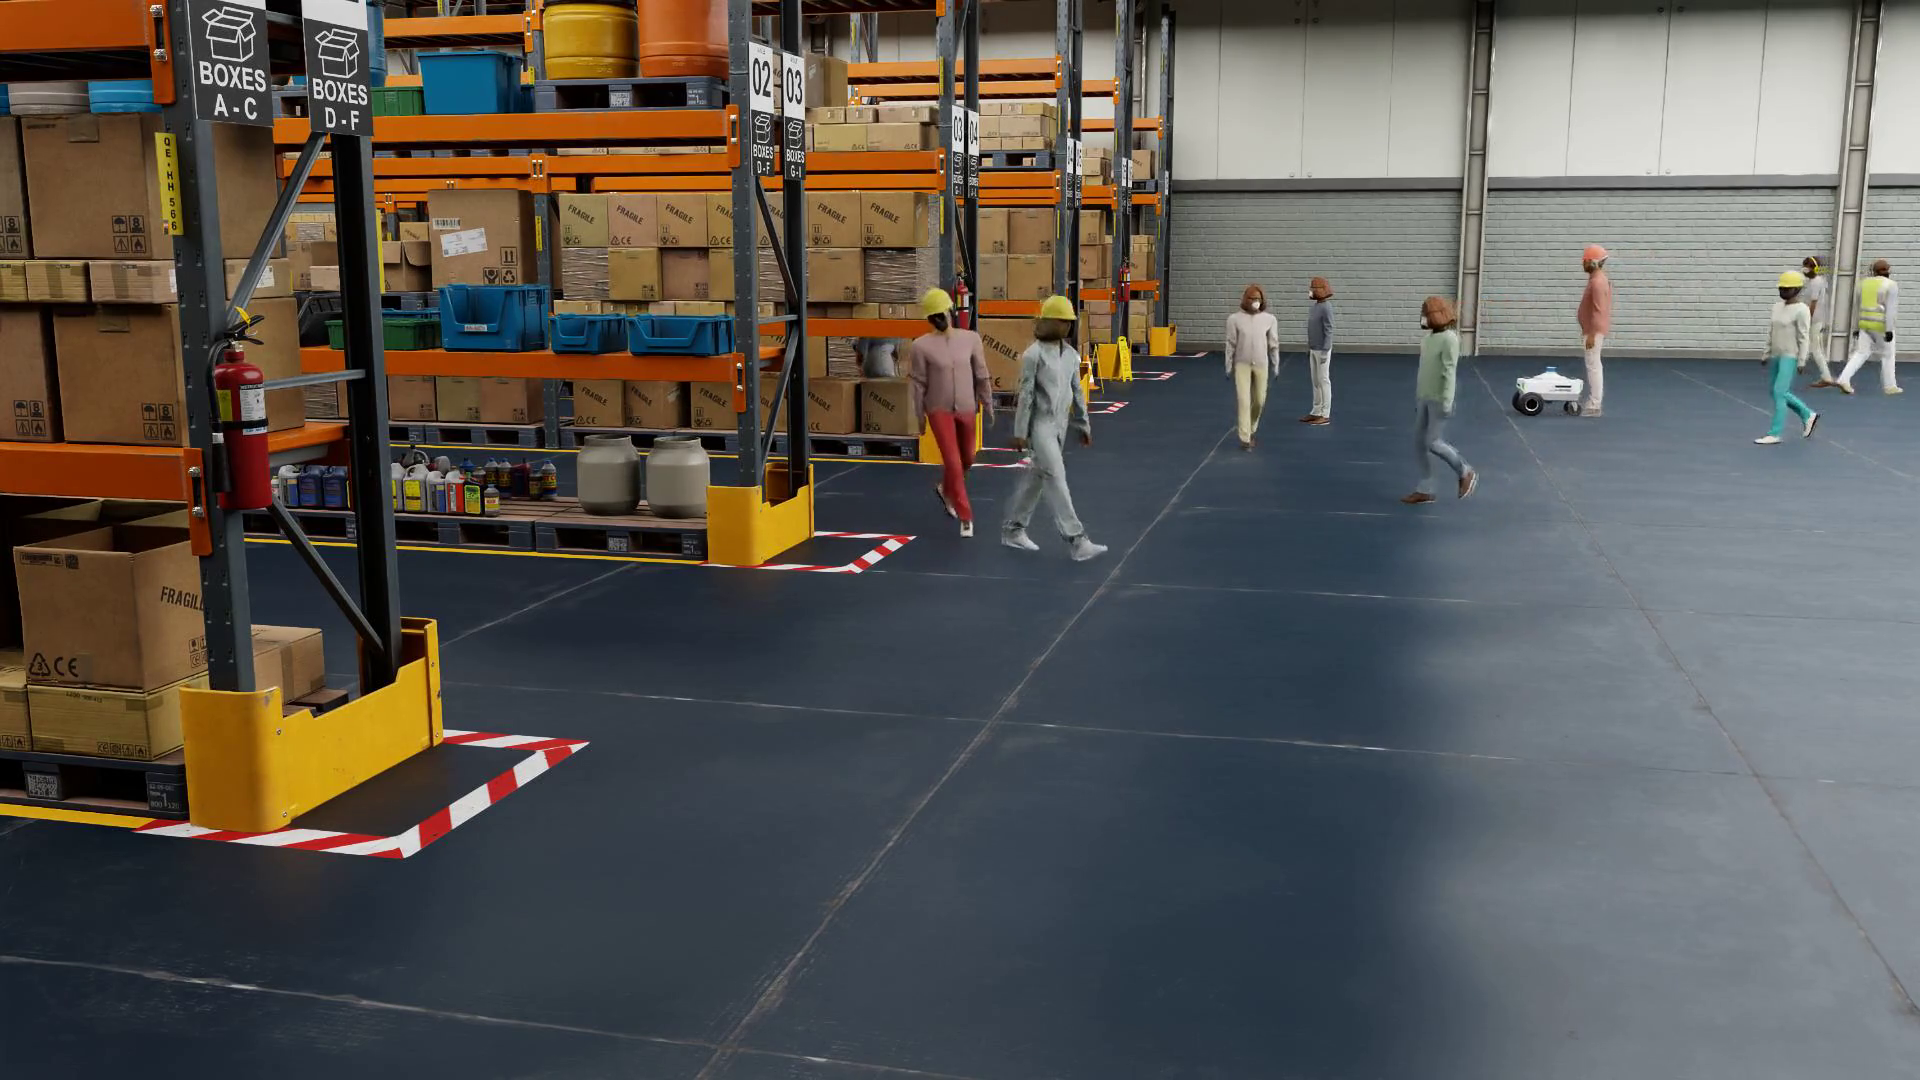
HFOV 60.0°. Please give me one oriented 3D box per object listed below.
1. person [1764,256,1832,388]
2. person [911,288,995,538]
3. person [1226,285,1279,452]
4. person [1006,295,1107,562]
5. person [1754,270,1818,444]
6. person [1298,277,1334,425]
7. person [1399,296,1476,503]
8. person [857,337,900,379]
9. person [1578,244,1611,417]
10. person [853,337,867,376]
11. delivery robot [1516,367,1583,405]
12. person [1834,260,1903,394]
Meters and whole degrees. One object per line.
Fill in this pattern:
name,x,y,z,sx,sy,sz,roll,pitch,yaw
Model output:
person,11.727,-3.016,23.090,0.908,1.810,0.596,4,11,22
person,-0.089,-0.915,11.692,0.574,1.715,0.781,-4,11,-19
person,2.847,-1.685,16.250,0.518,1.614,0.653,0,10,-2
person,0.617,-0.722,10.700,0.947,1.683,0.503,9,14,41
person,8.363,-1.839,16.718,0.708,1.742,0.530,-1,10,-7
person,3.984,-2.096,18.479,0.281,1.634,0.498,-1,10,-8
person,3.706,-1.072,12.848,0.471,1.617,0.512,-2,10,-12
person,-0.934,-1.992,17.215,1.041,1.877,0.633,3,11,16
person,7.338,-2.429,19.324,0.395,1.992,0.621,4,11,21
person,-1.102,-2.372,19.255,0.407,1.905,0.655,3,11,16
delivery robot,6.908,-1.785,19.486,0.707,0.478,0.477,1,10,7
person,12.135,-2.826,22.111,0.909,1.796,0.648,-3,11,-15
